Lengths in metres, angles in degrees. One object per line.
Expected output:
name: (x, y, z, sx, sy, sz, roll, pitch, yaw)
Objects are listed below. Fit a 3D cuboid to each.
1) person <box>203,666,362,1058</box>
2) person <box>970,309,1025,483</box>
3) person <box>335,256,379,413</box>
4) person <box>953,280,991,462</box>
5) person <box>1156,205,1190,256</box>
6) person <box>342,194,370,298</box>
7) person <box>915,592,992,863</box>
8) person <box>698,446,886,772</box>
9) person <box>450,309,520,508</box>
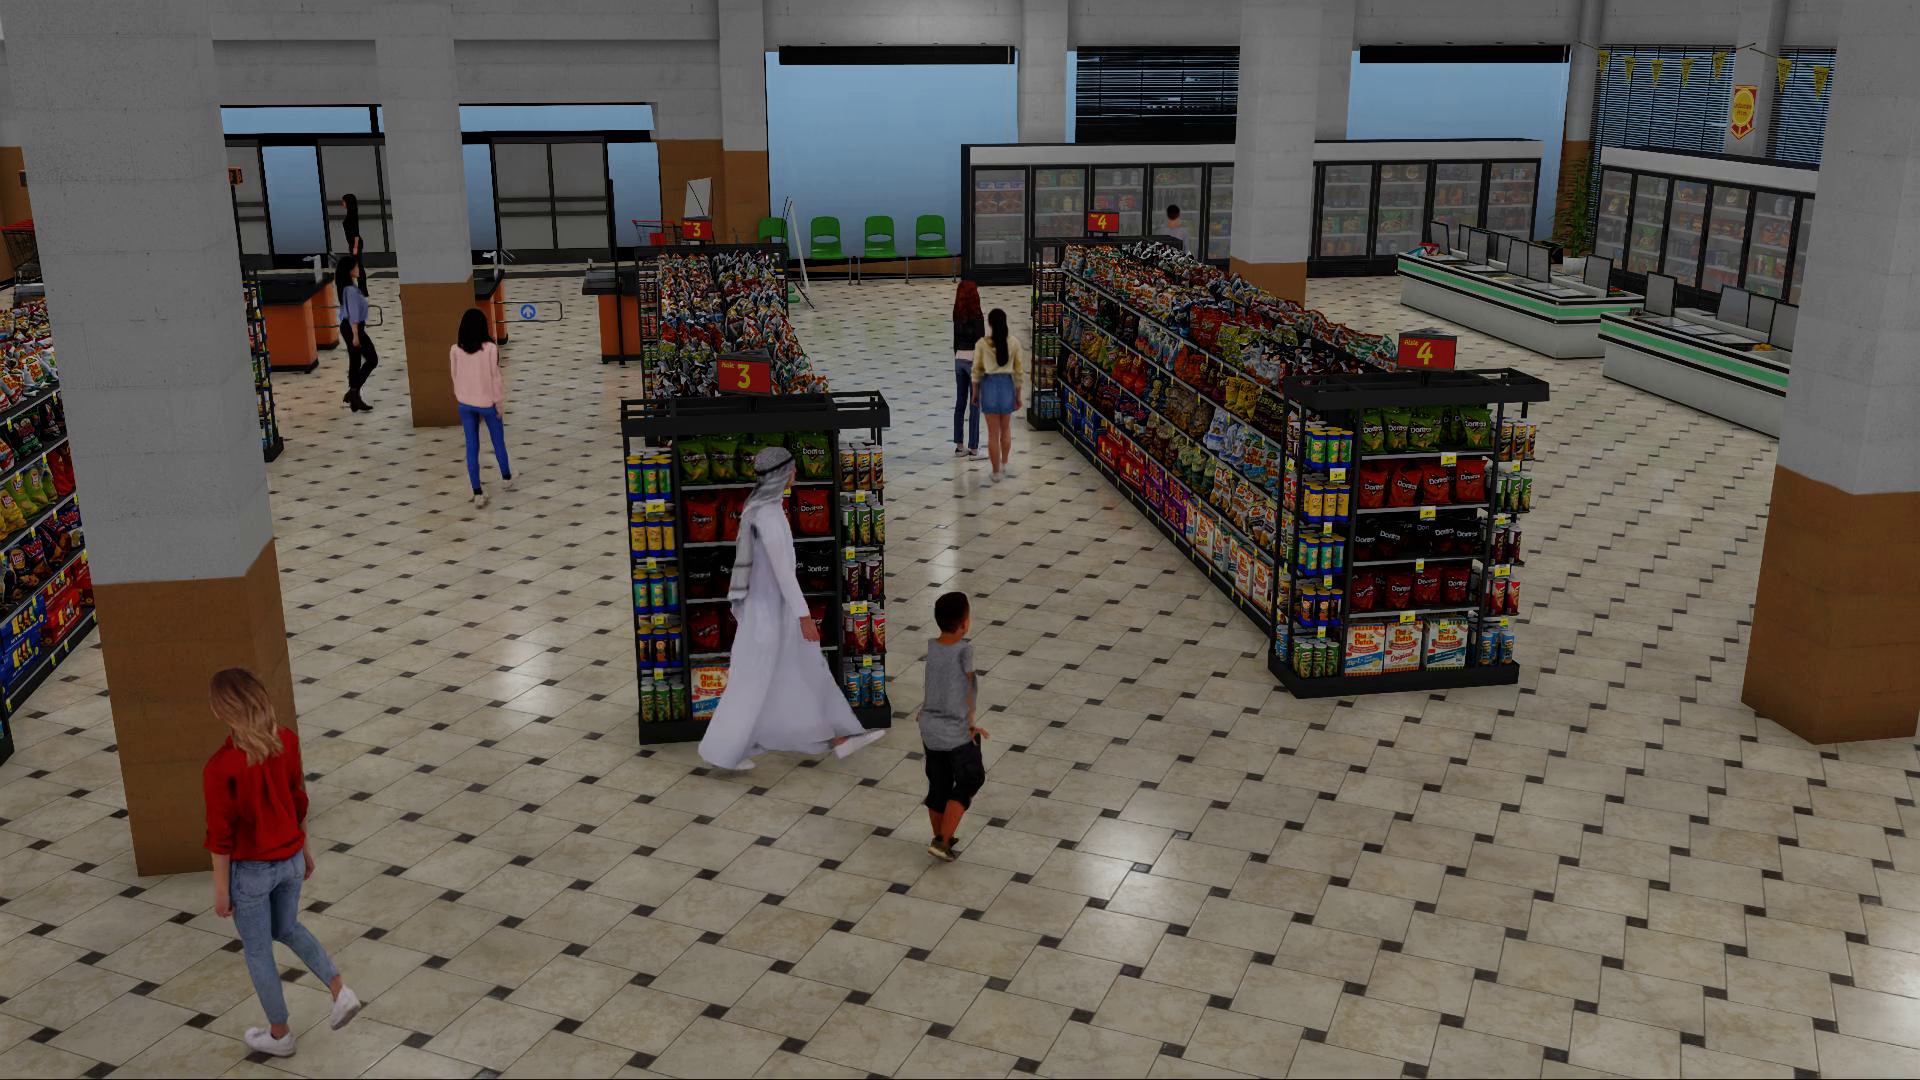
person: (-2.731, 1.335, 6.689, 0.887, 1.693, 0.855, 6, 18, 20)
person: (0.363, -1.349, 15.658, 0.636, 1.617, 0.716, -3, 17, -10)
person: (-6.825, -2.266, 18.476, 0.827, 1.735, 0.720, -11, 20, -32)
person: (0.094, -1.690, 16.489, 0.723, 1.786, 0.631, -14, 22, -38)
person: (2.932, -3.705, 23.024, 0.687, 1.847, 0.637, 2, 17, 5)
person: (-9.759, -4.761, 26.852, 0.702, 1.642, 0.560, -10, 20, -30)
person: (-0.087, 0.934, 8.440, 0.785, 1.444, 0.845, 7, 18, 22)
person: (-1.164, 0.448, 9.309, 0.877, 1.869, 1.273, 0, 17, 0)
person: (-4.316, -1.152, 14.801, 0.841, 1.738, 1.094, 2, 17, 5)
